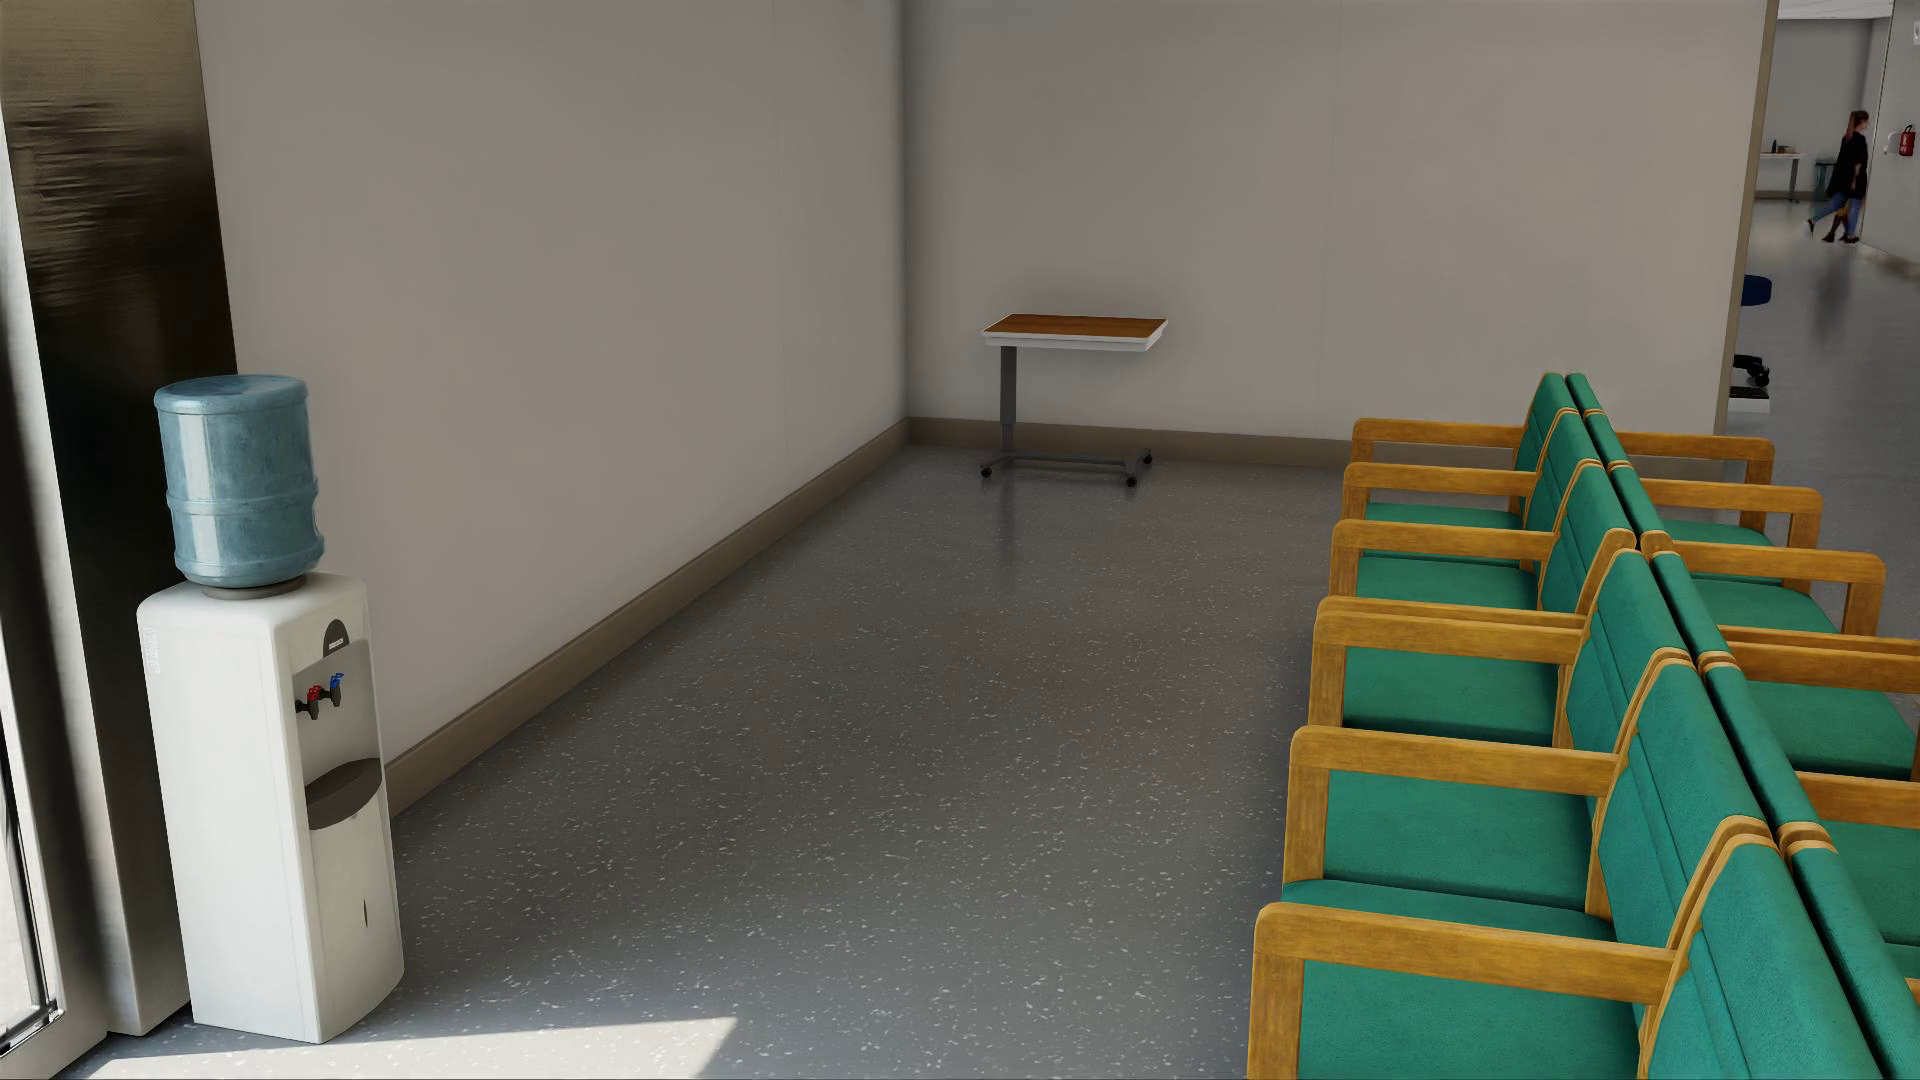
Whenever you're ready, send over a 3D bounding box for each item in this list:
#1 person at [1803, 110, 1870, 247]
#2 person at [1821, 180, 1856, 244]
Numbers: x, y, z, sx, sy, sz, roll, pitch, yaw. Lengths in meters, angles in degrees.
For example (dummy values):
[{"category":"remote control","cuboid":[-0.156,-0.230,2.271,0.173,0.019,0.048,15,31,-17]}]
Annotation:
[{"category":"person","cuboid":[11.027,-4.508,20.817,1.124,1.662,0.869,-2,16,-5]},{"category":"person","cuboid":[11.362,-4.426,21.301,0.926,1.241,0.811,-6,17,-20]}]
